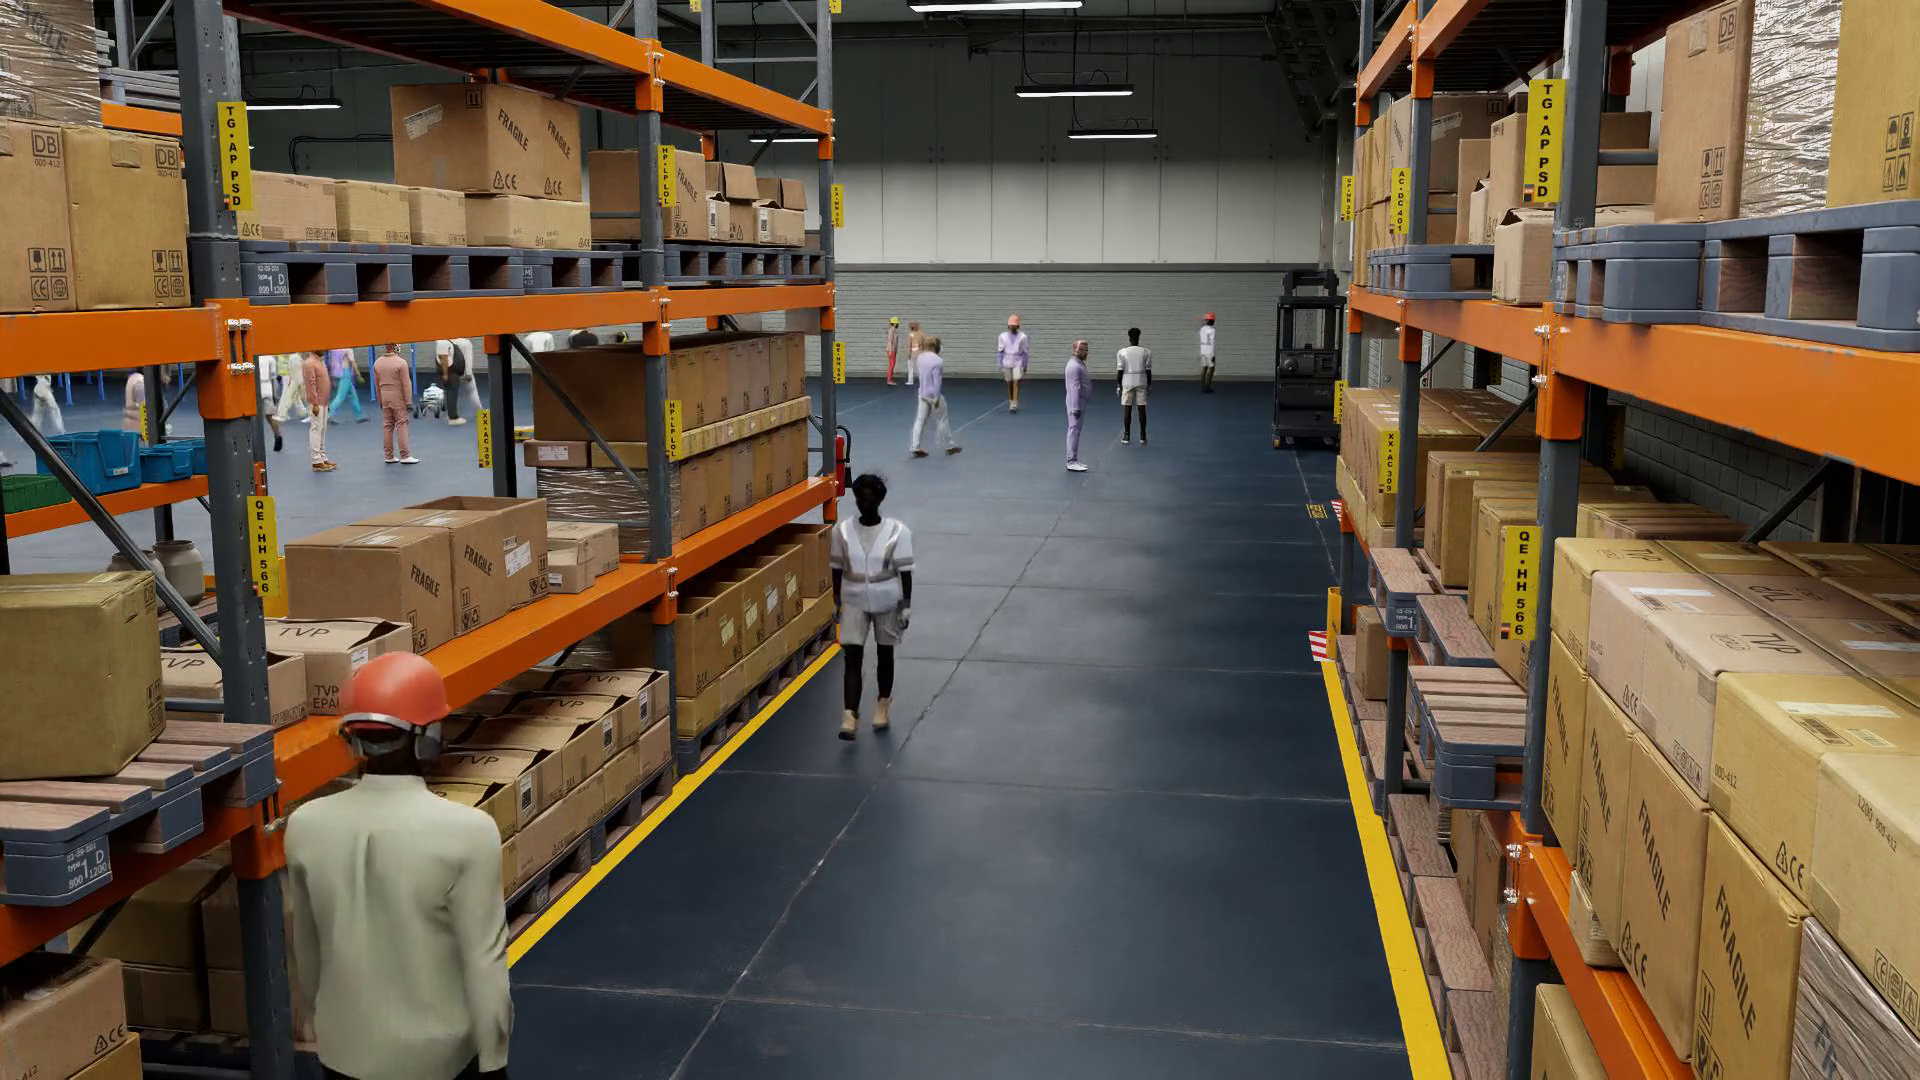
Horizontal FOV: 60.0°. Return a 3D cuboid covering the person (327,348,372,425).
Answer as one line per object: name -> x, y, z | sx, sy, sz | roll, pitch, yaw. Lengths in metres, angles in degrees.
person -> -11.777, -3.119, 31.803 | 0.953, 1.797, 0.568 | -8, 12, -40

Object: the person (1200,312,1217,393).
person -> 5.981, -4.503, 39.928 | 0.372, 1.936, 0.552 | -5, 11, -29

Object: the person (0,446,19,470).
person -> -14.109, -1.872, 24.136 | 0.811, 1.780, 0.633 | -9, 13, -43

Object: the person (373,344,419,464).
person -> -8.560, -2.111, 25.253 | 0.641, 1.909, 0.409 | 4, 10, 22

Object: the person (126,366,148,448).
person -> -10.595, -1.507, 21.815 | 0.619, 1.809, 0.713 | 9, 13, 44

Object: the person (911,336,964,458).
person -> -0.369, -2.257, 26.181 | 0.986, 1.896, 0.650 | -7, 12, -37

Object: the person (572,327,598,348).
person -> -7.756, -3.665, 34.682 | 0.623, 1.957, 0.884 | 2, 9, 9

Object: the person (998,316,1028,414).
person -> 1.093, -3.627, 34.362 | 0.610, 1.992, 1.068 | 1, 9, 9

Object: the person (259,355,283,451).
person -> -11.201, -2.352, 26.714 | 0.544, 1.920, 0.814 | -9, 13, -44

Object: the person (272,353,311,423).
person -> -12.847, -3.039, 31.924 | 0.854, 1.584, 0.519 | -3, 10, -18

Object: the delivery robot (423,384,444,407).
delivery robot -> -11.091, -3.050, 35.042 | 0.477, 0.478, 0.707 | -2, 9, -11

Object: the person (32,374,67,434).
person -> -15.387, -2.487, 28.145 | 0.800, 1.708, 0.506 | -6, 11, -33

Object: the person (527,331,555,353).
person -> -8.876, -3.780, 35.466 | 0.645, 1.924, 0.684 | 2, 9, 9

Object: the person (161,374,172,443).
person -> -10.182, -1.280, 20.981 | 0.599, 1.618, 0.535 | -6, 11, -35

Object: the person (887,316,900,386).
person -> -1.692, -4.818, 42.413 | 0.347, 1.758, 0.529 | 1, 9, 7

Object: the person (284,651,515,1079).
person -> -1.391, 1.245, 4.360 | 0.659, 1.959, 0.865 | 2, 9, 11

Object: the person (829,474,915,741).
person -> -0.562, 0.422, 10.368 | 0.557, 1.649, 0.847 | 1, 9, 6

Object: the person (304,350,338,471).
person -> -9.422, -2.027, 24.460 | 0.376, 1.995, 0.609 | -1, 9, -7

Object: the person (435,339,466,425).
person -> -9.717, -3.210, 31.745 | 0.537, 2.000, 0.694 | -2, 9, -12

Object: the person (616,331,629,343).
person -> -5.922, -2.793, 29.663 | 0.567, 1.839, 0.835 | 7, 12, 39

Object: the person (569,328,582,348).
person -> -8.560, -4.094, 37.697 | 0.621, 1.839, 0.429 | 7, 11, 36

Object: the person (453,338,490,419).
person -> -9.699, -3.272, 32.569 | 0.666, 1.851, 1.000 | 5, 11, 29

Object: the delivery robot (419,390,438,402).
delivery robot -> -10.661, -2.896, 33.290 | 0.335, 0.223, 0.698 | -1, 9, -8

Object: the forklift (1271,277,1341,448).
forklift -> 5.847, -3.016, 27.970 | 1.129, 2.768, 1.873 | 1, 9, 9

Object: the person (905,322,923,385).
person -> -1.101, -4.729, 42.343 | 0.543, 1.599, 0.595 | -8, 12, -40

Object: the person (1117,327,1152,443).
person -> 2.960, -2.625, 28.257 | 0.600, 1.959, 0.375 | 0, 9, 0

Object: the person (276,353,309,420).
person -> -13.085, -3.260, 32.716 | 0.655, 1.784, 0.908 | 8, 12, 41

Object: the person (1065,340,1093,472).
person -> 1.744, -1.976, 24.422 | 0.401, 1.904, 0.650 | 1, 9, 5

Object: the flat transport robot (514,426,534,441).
flat transport robot -> -7.276, -1.874, 28.952 | 1.431, 0.197, 0.652 | -5, 10, -27
